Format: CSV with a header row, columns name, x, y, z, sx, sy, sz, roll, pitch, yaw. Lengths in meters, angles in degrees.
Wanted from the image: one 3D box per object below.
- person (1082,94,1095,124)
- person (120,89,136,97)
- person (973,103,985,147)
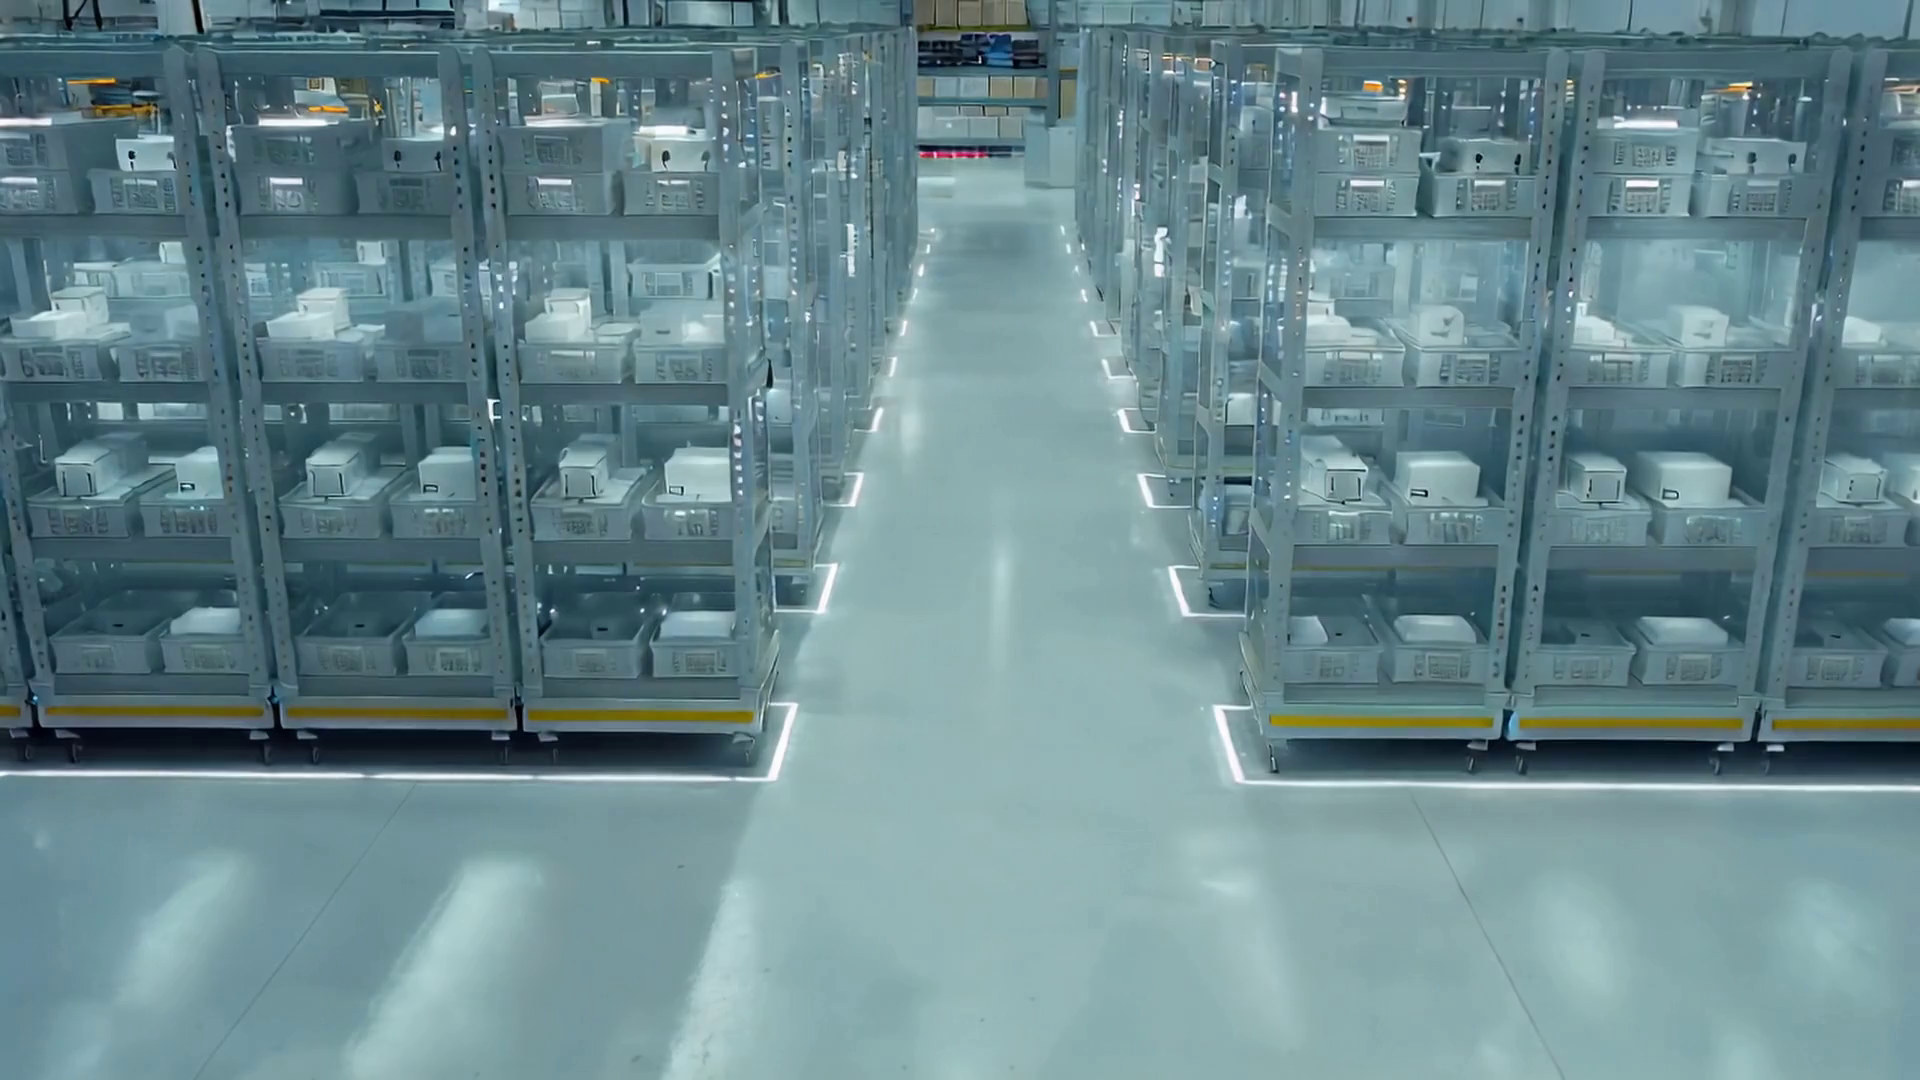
name,x,y,z,sx,sy,sz,roll,pitch,yaw
person,3.334,-10.495,42.567,0.611,1.985,0.414,-2,17,-5
person,-26.882,-13.968,53.939,0.616,1.813,0.912,0,17,0
person,0.530,-12.501,49.123,0.630,1.877,0.407,-6,18,-18
